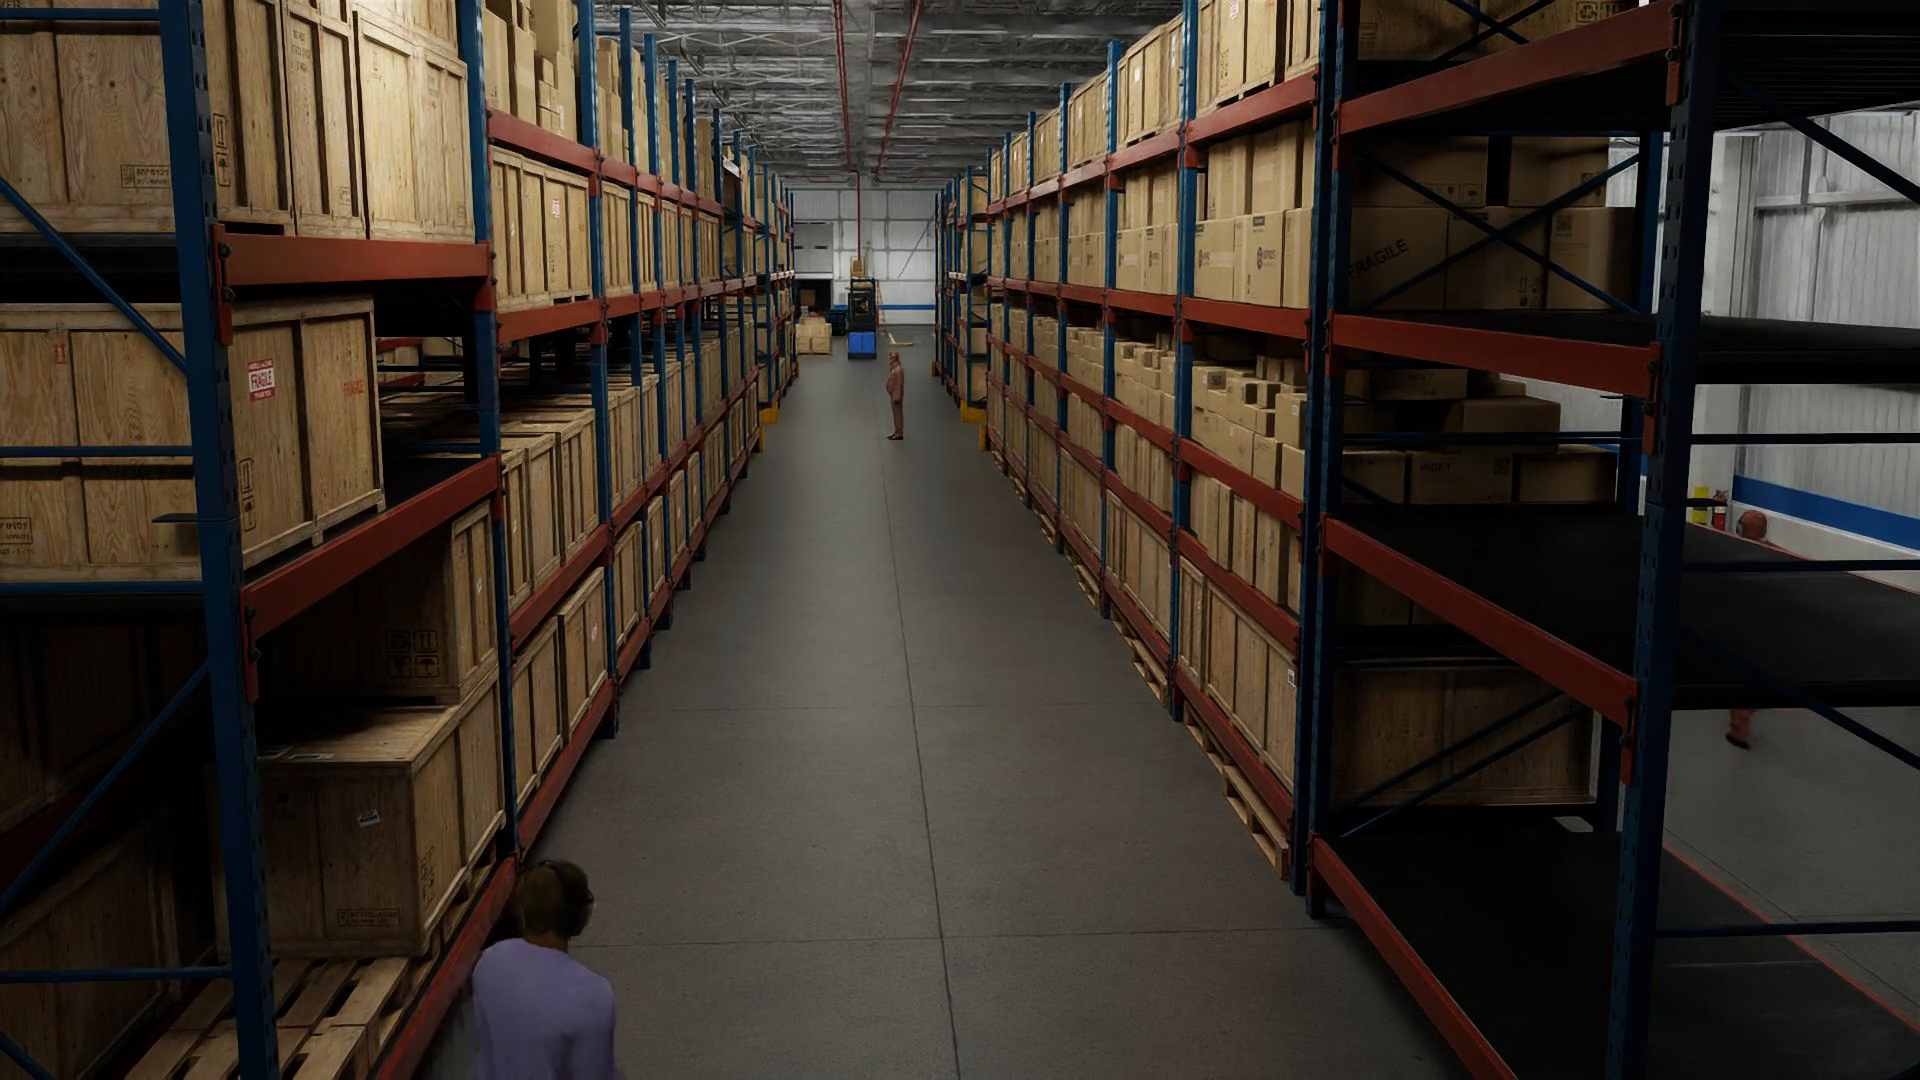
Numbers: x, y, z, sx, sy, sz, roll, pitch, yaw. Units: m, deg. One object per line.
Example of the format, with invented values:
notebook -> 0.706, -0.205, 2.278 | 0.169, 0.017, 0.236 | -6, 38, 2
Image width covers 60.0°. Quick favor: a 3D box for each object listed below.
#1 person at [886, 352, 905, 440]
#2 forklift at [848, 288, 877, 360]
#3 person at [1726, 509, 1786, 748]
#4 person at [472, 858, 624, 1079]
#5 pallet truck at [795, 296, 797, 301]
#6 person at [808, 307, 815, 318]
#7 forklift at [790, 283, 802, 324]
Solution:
person -> -1.405, -3.112, 35.982 | 0.406, 1.902, 0.637 | -1, 10, -8
forklift -> -3.843, -8.475, 65.095 | 1.129, 2.768, 1.873 | -1, 10, -4
person -> 6.272, 0.678, 13.381 | 0.680, 1.877, 0.811 | 1, 10, 4
person -> -1.395, 1.995, 5.478 | 0.641, 1.912, 0.922 | 8, 12, 39
pallet truck -> -8.622, -12.439, 91.403 | 1.885, 1.965, 0.823 | 2, 10, 13
person -> -7.248, -10.599, 81.403 | 0.890, 1.643, 0.557 | 3, 10, 19
forklift -> -8.110, -11.022, 80.308 | 1.129, 2.768, 1.873 | -5, 11, -30
